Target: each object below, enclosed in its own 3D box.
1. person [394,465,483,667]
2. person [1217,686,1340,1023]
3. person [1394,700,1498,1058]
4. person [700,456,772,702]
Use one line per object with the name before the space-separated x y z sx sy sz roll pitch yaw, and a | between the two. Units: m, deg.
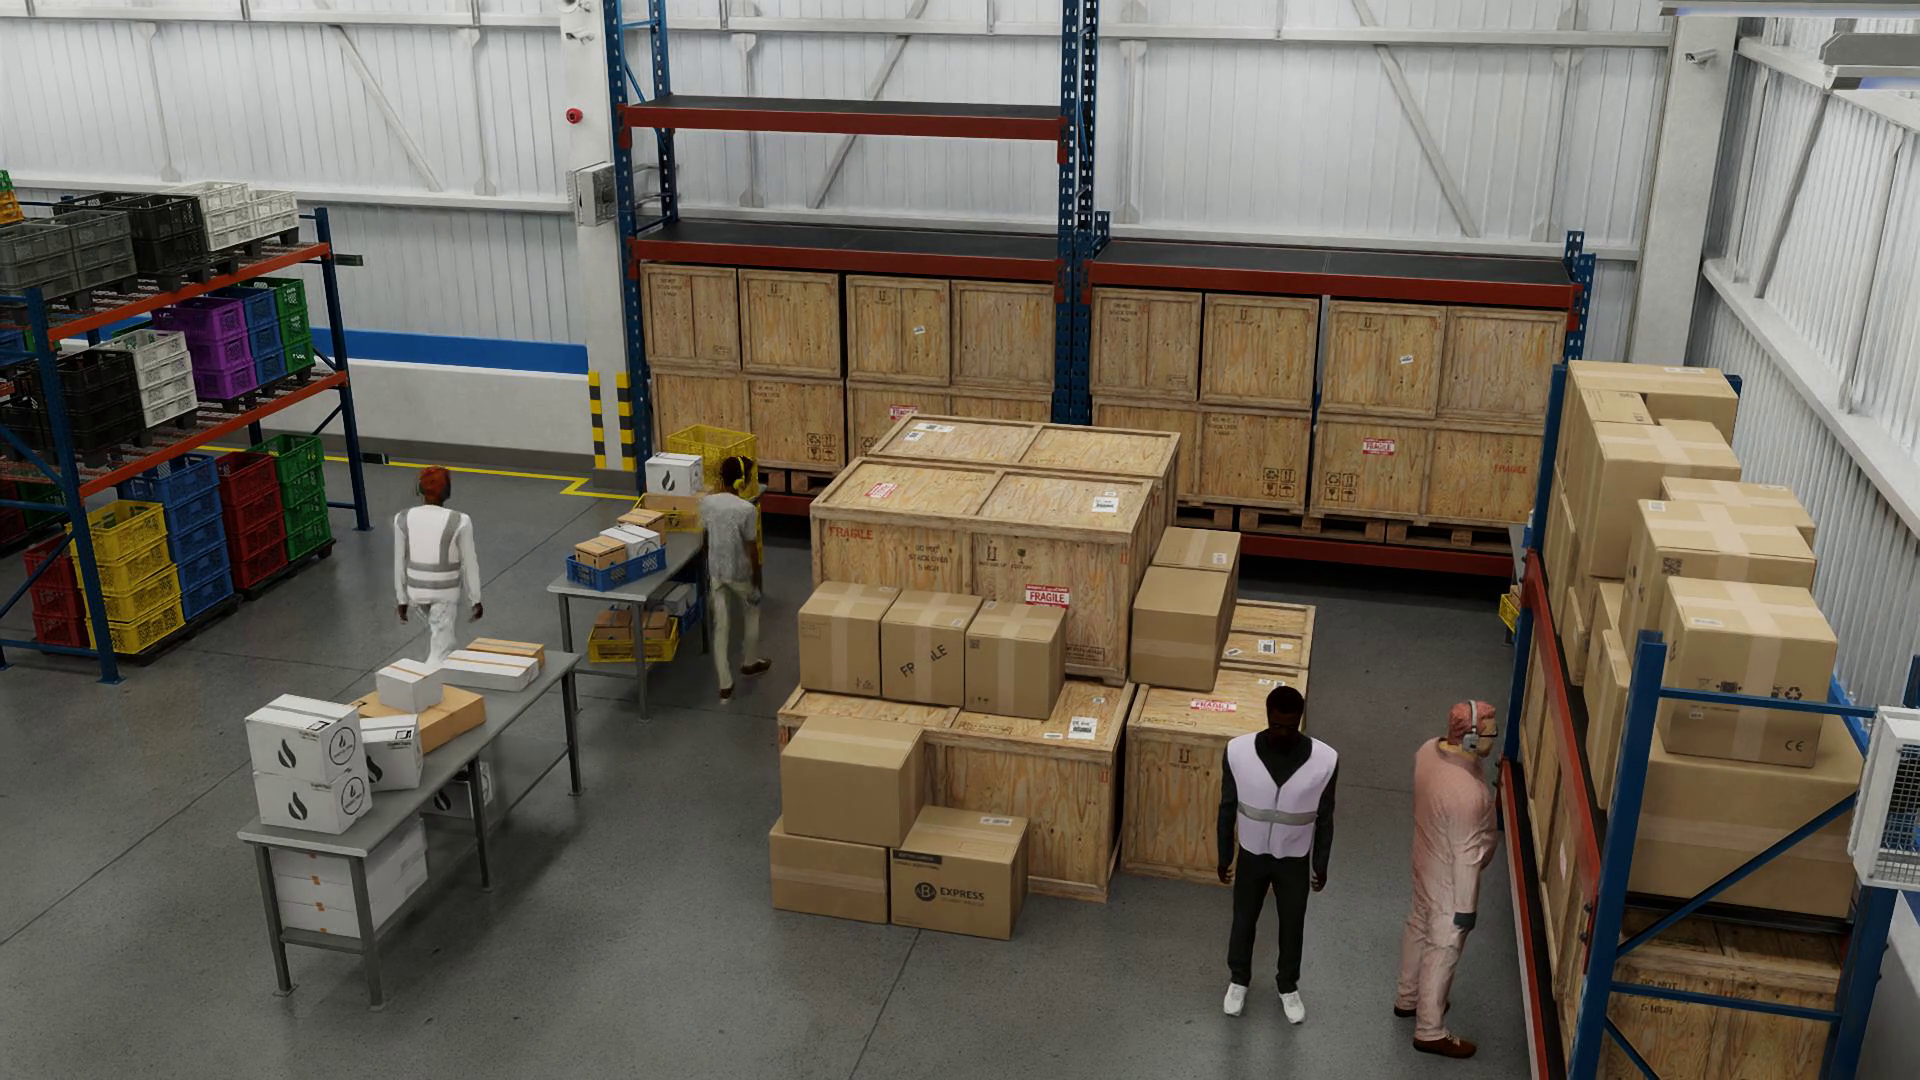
person | -3.744 0.413 11.793 0.587 1.828 0.966 4 21 11
person | 1.612 1.597 8.554 0.584 1.909 0.383 4 21 10
person | 2.474 1.672 8.360 0.403 1.906 0.652 -1 21 -3
person | -1.627 0.236 12.225 0.494 1.829 0.764 6 22 15
